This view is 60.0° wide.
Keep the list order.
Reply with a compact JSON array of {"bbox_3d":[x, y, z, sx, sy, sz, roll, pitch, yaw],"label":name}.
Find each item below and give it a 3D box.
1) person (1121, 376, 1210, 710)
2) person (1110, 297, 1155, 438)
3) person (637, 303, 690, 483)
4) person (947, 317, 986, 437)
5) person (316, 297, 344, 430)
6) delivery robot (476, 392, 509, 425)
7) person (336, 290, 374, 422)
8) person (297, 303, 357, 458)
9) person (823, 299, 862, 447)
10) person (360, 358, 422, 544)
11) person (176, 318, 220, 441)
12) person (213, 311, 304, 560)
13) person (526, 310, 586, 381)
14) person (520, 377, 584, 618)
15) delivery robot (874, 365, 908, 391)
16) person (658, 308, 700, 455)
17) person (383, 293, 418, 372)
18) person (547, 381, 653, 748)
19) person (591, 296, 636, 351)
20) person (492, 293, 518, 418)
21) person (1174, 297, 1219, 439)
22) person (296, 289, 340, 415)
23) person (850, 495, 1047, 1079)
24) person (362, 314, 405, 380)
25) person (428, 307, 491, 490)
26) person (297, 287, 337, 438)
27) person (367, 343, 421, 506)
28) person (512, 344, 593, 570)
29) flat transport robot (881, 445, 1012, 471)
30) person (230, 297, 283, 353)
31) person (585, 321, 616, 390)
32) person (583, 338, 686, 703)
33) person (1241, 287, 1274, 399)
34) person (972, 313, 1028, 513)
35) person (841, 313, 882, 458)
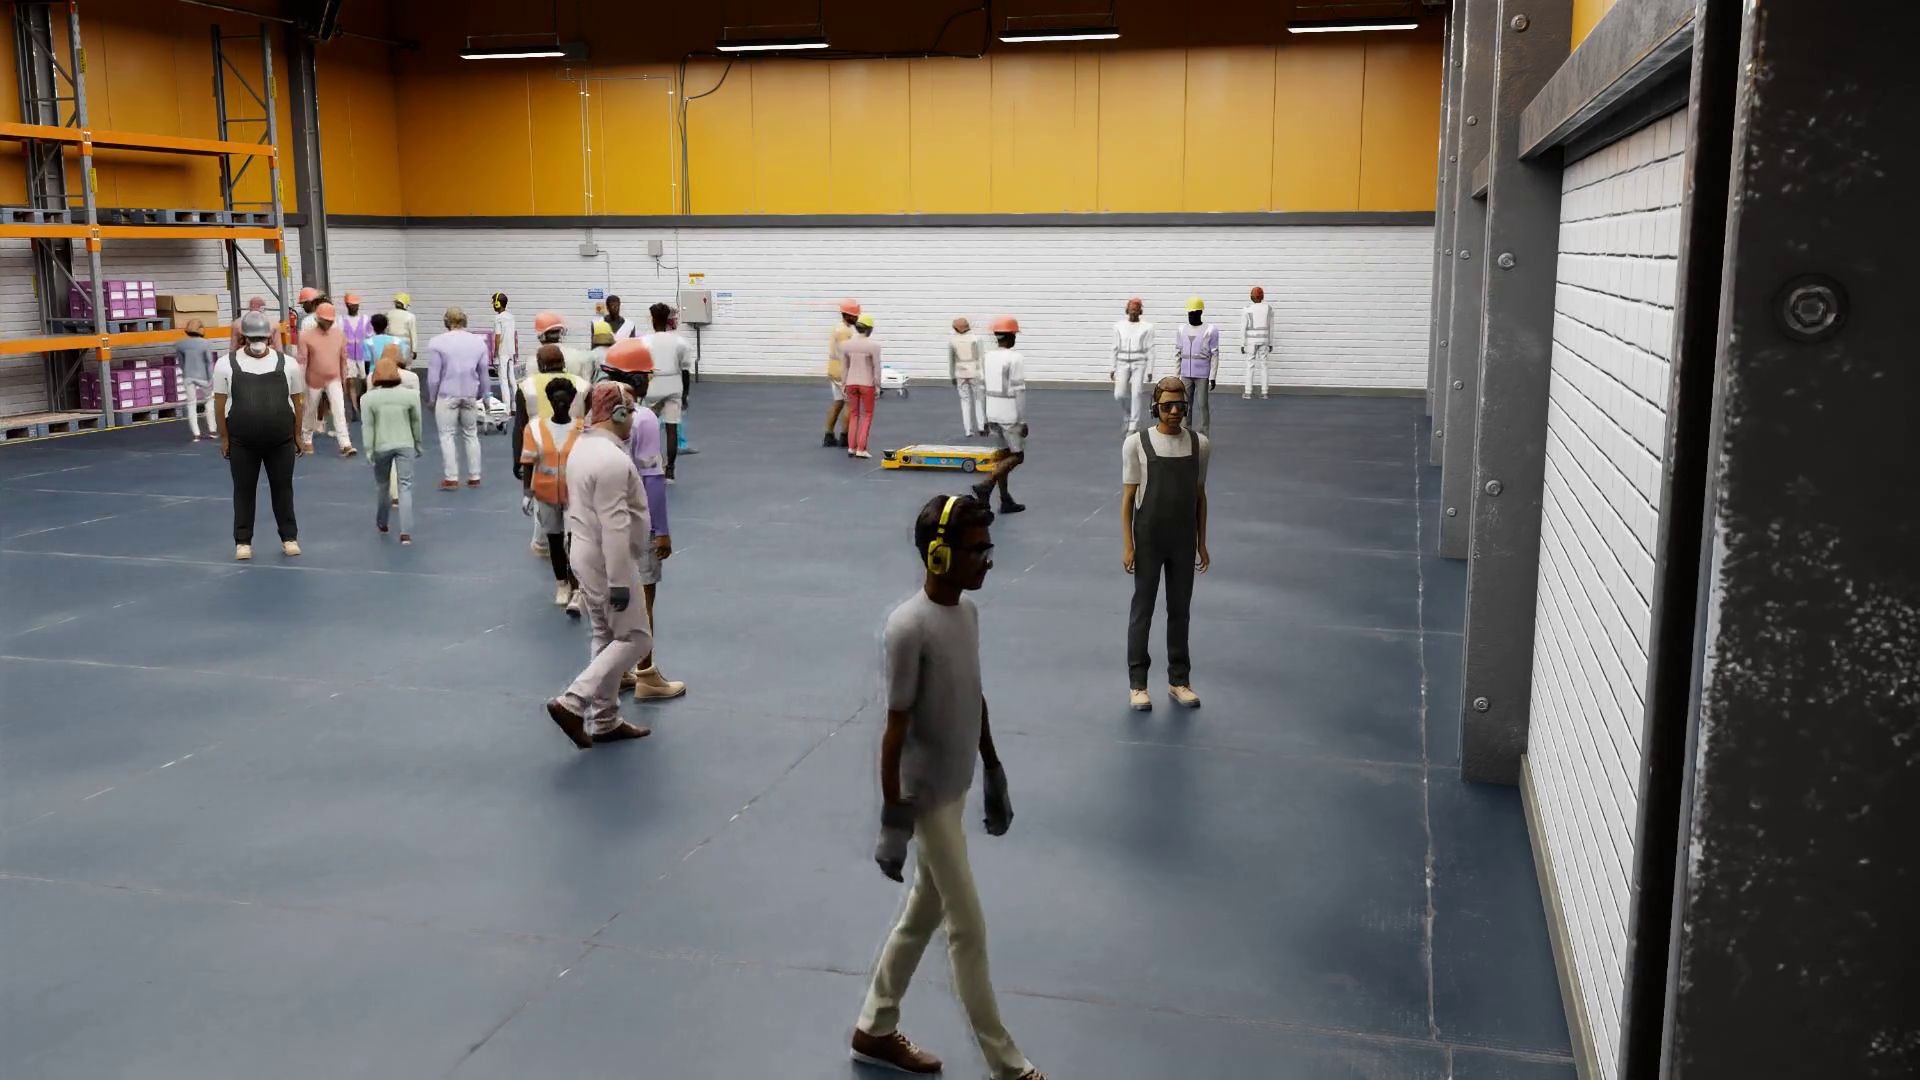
[{"bbox_3d":[1.141,0.018,9.200,0.506,1.846,0.345,-3,10,-14],"label":"person"},{"bbox_3d":[2.306,-2.295,22.207,0.611,1.873,0.446,4,11,21],"label":"person"},{"bbox_3d":[-3.279,-1.612,18.171,0.639,1.930,0.916,-4,11,-19],"label":"person"},{"bbox_3d":[0.103,-2.183,22.359,0.577,1.599,0.346,2,10,14],"label":"person"},{"bbox_3d":[-8.750,-2.426,23.002,0.517,1.861,0.328,-3,11,-19],"label":"person"},{"bbox_3d":[-6.439,-1.778,22.759,0.477,0.478,0.707,-7,12,-33],"label":"delivery robot"},{"bbox_3d":[-8.884,-2.701,24.394,0.562,1.920,0.585,-5,11,-26],"label":"person"},{"bbox_3d":[-7.779,-1.948,20.283,0.636,1.885,1.205,-8,13,-38],"label":"person"},{"bbox_3d":[-1.469,-2.083,21.000,0.563,1.884,0.581,-2,10,-9],"label":"person"},{"bbox_3d":[-4.931,-0.781,14.458,0.504,1.587,0.866,-4,11,-22],"label":"person"},{"bbox_3d":[-10.071,-2.125,22.016,0.497,1.597,0.738,-1,10,-6],"label":"person"},{"bbox_3d":[-5.722,-0.865,13.646,0.677,2.000,0.536,-5,11,-28],"label":"person"},{"bbox_3d":[-3.639,-1.067,14.955,0.433,1.979,0.652,8,13,39],"label":"person"},{"bbox_3d":[-2.767,-0.300,11.538,0.534,1.649,0.871,-1,10,-5],"label":"person"},{"bbox_3d":[-1.237,-2.716,28.071,0.707,0.478,0.477,2,10,9],"label":"delivery robot"},{"bbox_3d":[-3.575,-1.906,20.174,0.843,1.822,0.575,-7,12,-33],"label":"person"},{"bbox_3d":[-9.331,-3.202,27.650,0.606,1.784,0.845,0,10,0],"label":"person"},{"bbox_3d":[-1.813,0.141,8.418,0.515,1.880,0.686,-5,11,-27],"label":"person"},{"bbox_3d":[-4.576,-2.298,22.177,0.609,1.882,0.891,-4,11,-23],"label":"person"},{"bbox_3d":[-6.809,-2.752,24.852,0.315,1.860,0.509,3,10,17],"label":"person"},{"bbox_3d":[2.948,-2.088,20.895,0.594,1.924,0.382,7,12,34],"label":"person"},{"bbox_3d":[-9.618,-2.806,24.988,0.645,1.917,0.459,-2,10,-12],"label":"person"},{"bbox_3d":[-0.001,0.771,4.974,0.727,1.843,0.568,4,11,20],"label":"person"},{"bbox_3d":[-7.612,-2.149,21.990,0.543,1.653,0.886,-4,11,-23],"label":"person"},{"bbox_3d":[-5.226,-1.472,17.434,0.685,1.917,0.484,-8,13,-39],"label":"person"},{"bbox_3d":[-8.611,-2.351,22.169,0.901,1.999,0.635,3,10,14],"label":"person"},{"bbox_3d":[-5.632,-1.157,16.553,0.511,1.620,0.557,-4,11,-20],"label":"person"},{"bbox_3d":[-3.208,-0.666,13.304,0.693,1.771,1.017,-2,10,-14],"label":"person"},{"bbox_3d":[-0.128,-0.952,19.148,1.431,0.197,0.652,3,10,15],"label":"flat transport robot"},{"bbox_3d":[-9.622,-2.388,22.778,0.672,1.855,0.955,-4,11,-21],"label":"person"},{"bbox_3d":[-4.011,-1.603,18.838,0.503,1.725,0.764,-7,12,-33],"label":"person"},{"bbox_3d":[-1.838,-0.111,9.370,0.605,2.045,0.378,9,13,40],"label":"person"},{"bbox_3d":[4.976,-3.301,27.900,0.589,1.881,0.360,-1,10,-7],"label":"person"},{"bbox_3d":[0.378,-1.175,15.740,0.643,1.924,0.566,-8,13,-39],"label":"person"},{"bbox_3d":[-1.188,-1.854,20.121,0.534,1.748,0.465,4,11,22],"label":"person"}]
